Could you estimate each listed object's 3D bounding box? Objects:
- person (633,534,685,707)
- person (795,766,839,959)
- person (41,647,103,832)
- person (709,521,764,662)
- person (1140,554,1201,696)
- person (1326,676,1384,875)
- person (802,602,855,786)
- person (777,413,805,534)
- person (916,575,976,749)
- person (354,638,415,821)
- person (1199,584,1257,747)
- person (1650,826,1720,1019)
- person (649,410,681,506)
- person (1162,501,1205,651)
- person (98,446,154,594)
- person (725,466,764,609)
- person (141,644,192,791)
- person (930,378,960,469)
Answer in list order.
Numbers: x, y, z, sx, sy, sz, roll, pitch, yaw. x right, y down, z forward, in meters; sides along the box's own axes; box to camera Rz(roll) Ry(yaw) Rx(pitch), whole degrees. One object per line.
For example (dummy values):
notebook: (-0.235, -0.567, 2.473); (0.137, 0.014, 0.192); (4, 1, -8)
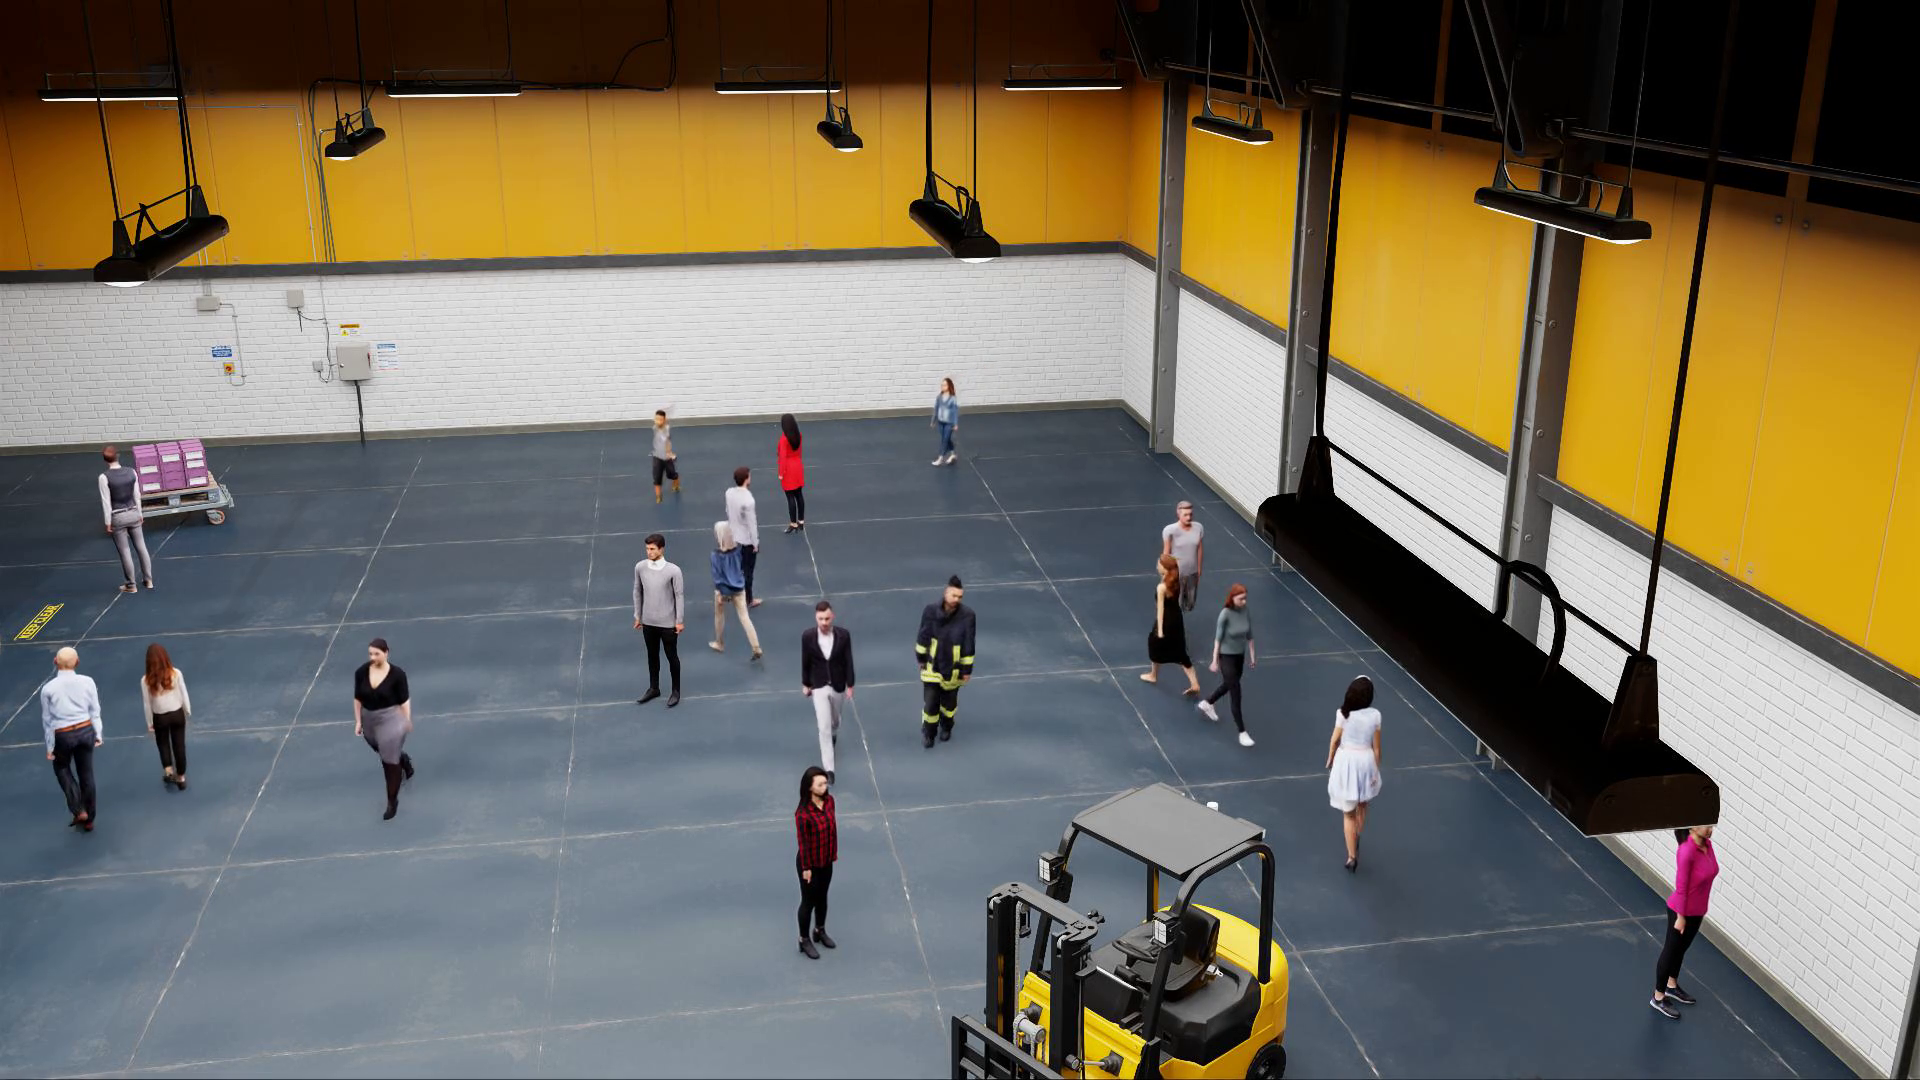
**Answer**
person: (-3.248, 0.846, 18.054); (0.834, 1.922, 0.811); (6, 20, 18)
person: (-1.177, 2.565, 13.373); (0.713, 1.651, 0.648); (12, 22, 32)
person: (-8.094, 1.868, 15.251); (0.800, 1.774, 0.829); (-17, 25, -41)
person: (-2.586, 0.621, 19.132); (1.025, 1.659, 1.231); (-15, 24, -38)
person: (2.373, 0.954, 18.255); (0.971, 1.587, 1.139); (-17, 25, -41)
person: (3.466, 2.093, 14.544); (0.745, 1.797, 0.893); (0, 19, 0)
person: (-1.298, 1.438, 16.491); (0.679, 1.797, 1.211); (-3, 19, -8)
person: (-2.390, -0.956, 23.676); (0.797, 1.748, 0.734); (12, 22, 32)
person: (-0.173, 1.208, 17.107); (0.879, 1.839, 0.905); (5, 19, 14)
person: (-5.417, 1.721, 15.760); (0.893, 1.727, 1.191); (3, 19, 9)
person: (2.781, 1.240, 17.218); (0.952, 1.708, 1.228); (-12, 22, -32)
person: (5.514, 2.787, 12.640); (0.693, 1.699, 0.730); (-17, 25, -41)
person: (-4.504, -1.350, 25.358); (0.827, 1.421, 1.108); (4, 19, 10)
person: (2.578, 0.378, 19.636); (0.816, 1.799, 1.026); (-7, 20, -20)
person: (-10.736, -0.282, 21.378); (0.789, 1.938, 0.743); (14, 23, 36)
person: (-2.775, -0.004, 20.701); (0.929, 1.842, 0.977); (18, 25, 42)
person: (-7.652, 1.739, 16.104); (0.632, 1.473, 0.657); (-9, 21, -26)
person: (-0.183, -1.903, 26.964); (0.983, 1.443, 1.043); (13, 22, 33)
